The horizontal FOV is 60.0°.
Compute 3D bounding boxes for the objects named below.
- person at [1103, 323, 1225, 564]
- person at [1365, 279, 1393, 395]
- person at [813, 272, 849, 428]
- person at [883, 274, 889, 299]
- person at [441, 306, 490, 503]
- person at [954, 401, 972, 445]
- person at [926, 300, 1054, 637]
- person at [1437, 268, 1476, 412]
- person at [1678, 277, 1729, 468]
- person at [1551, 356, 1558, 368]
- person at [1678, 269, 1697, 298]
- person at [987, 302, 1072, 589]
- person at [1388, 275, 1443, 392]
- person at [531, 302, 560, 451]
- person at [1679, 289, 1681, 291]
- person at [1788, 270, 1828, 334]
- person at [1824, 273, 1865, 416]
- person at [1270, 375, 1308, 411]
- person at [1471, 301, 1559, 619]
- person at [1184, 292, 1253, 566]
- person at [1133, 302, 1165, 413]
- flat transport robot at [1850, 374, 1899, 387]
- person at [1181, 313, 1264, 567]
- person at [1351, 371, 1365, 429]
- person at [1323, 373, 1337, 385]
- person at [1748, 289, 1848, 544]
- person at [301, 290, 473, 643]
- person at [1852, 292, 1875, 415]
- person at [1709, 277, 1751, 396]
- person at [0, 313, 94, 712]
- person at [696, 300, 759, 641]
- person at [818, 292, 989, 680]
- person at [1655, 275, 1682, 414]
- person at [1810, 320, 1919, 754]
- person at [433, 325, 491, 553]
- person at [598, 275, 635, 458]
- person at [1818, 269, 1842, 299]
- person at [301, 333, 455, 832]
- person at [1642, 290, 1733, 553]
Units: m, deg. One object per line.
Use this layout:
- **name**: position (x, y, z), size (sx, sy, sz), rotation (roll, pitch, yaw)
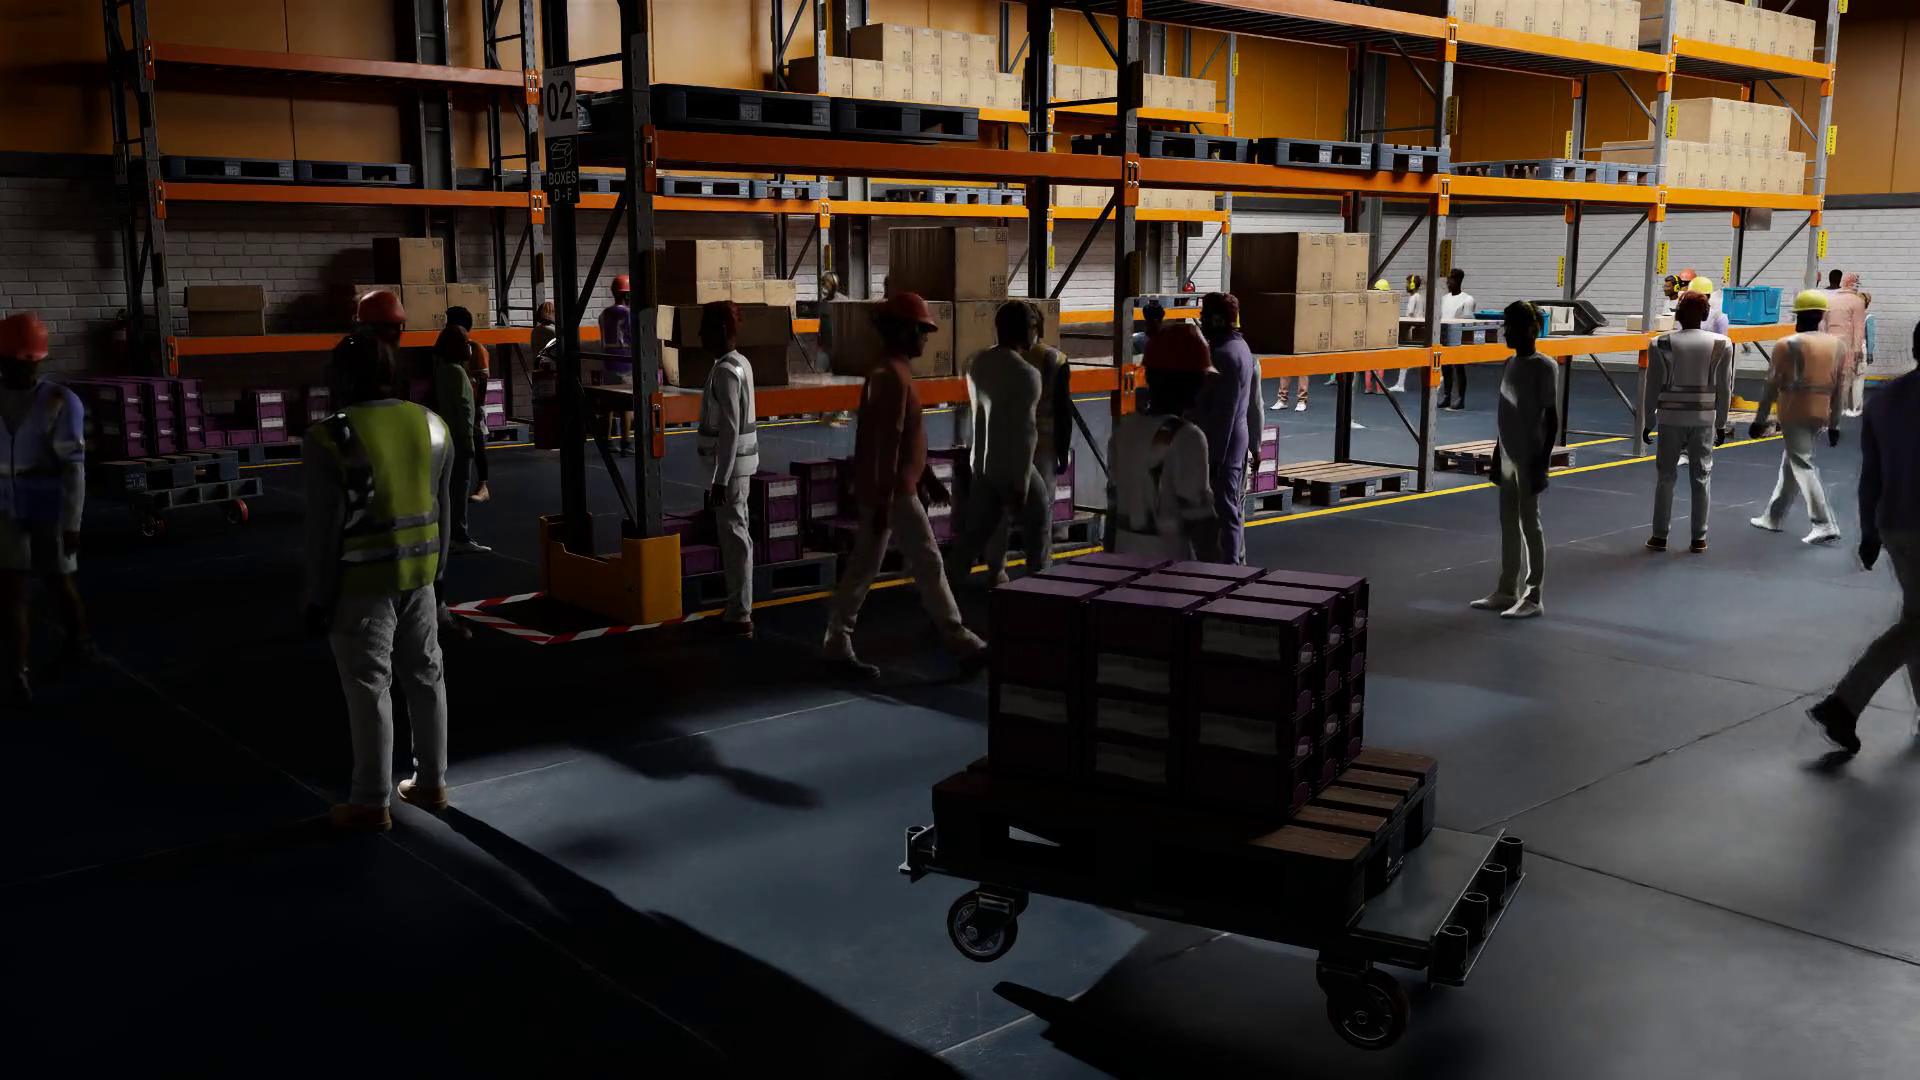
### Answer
- **person**: position (0.753, 0.140, 6.226), size (1.014, 1.888, 0.541), rotation (-3, 10, -18)
- **person**: position (6.420, -3.094, 25.459), size (0.315, 1.768, 0.526), rotation (-5, 11, -28)
- **person**: position (-1.574, -2.332, 20.526), size (0.503, 1.920, 0.643), rotation (-9, 13, -43)
- **person**: position (-0.519, -1.407, 14.933), size (0.500, 1.989, 0.782), rotation (-8, 13, -39)
- **person**: position (-4.293, -1.171, 14.396), size (0.530, 1.697, 0.321), rotation (6, 11, 30)
- **person**: position (0.209, -1.746, 17.414), size (0.652, 1.811, 0.628), rotation (-5, 11, -28)
- **person**: position (0.232, -0.375, 9.190), size (1.014, 1.898, 0.640), rotation (-7, 12, -35)
- **person**: position (6.781, -2.746, 22.837), size (0.364, 1.962, 0.612), rotation (-5, 11, -26)
- **person**: position (7.396, -1.674, 16.698), size (0.392, 1.922, 0.590), rotation (-4, 11, -23)
- **person**: position (6.650, -1.944, 19.152), size (0.531, 1.619, 0.650), rotation (6, 12, 33)
- **person**: position (10.484, -2.950, 24.118), size (0.370, 1.933, 0.553), rotation (-2, 10, -10)
- **person**: position (0.409, -0.585, 10.587), size (0.626, 1.836, 0.430), rotation (3, 10, 17)
- **person**: position (7.101, -3.204, 25.910), size (0.828, 1.838, 0.538), rotation (4, 10, 22)
- **person**: position (-4.512, -1.788, 18.224), size (0.496, 1.629, 0.277), rotation (9, 13, 43)
- **person**: position (12.563, -3.651, 29.099), size (0.515, 1.636, 0.314), rotation (1, 10, 6)
- **person**: position (12.783, -3.116, 25.086), size (0.551, 1.935, 0.372), rotation (9, 13, 43)
- **person**: position (11.801, -2.603, 22.186), size (0.402, 1.905, 0.654), rotation (-2, 10, -11)
- **person**: position (4.581, -2.716, 22.855), size (0.636, 1.902, 0.405), rotation (8, 13, 39)
- **person**: position (3.299, -0.467, 9.801), size (0.310, 1.861, 0.533), rotation (-3, 10, -14)
- **person**: position (1.571, -0.558, 10.196), size (0.406, 1.911, 0.638), rotation (3, 10, 15)
- **person**: position (1.805, -1.400, 15.759), size (0.531, 1.692, 0.320), rotation (0, 10, -2)
- **flat transport robot**: position (14.386, -2.555, 26.672), size (1.431, 0.197, 0.652), rotation (3, 10, 19)
- **person**: position (1.701, -0.647, 10.937), size (0.598, 1.830, 0.403), rotation (4, 10, 21)
- **person**: position (4.876, -2.193, 20.568), size (0.266, 1.631, 0.507), rotation (1, 10, 3)
- **person**: position (6.196, -3.390, 27.190), size (0.327, 1.767, 0.533), rotation (-6, 12, -33)
- **person**: position (6.335, -0.931, 12.476), size (0.599, 1.885, 0.984), rotation (-3, 10, -15)
- **person**: position (-3.239, -0.399, 9.170), size (1.028, 1.955, 0.604), rotation (4, 10, 20)
- **person**: position (12.014, -2.490, 22.276), size (0.309, 1.645, 0.514), rotation (-3, 10, -16)
- **person**: position (10.767, -2.804, 23.373), size (0.702, 1.905, 0.402), rotation (0, 10, -1)
- **person**: position (-4.480, -0.154, 7.983), size (0.600, 1.863, 0.979), rotation (-2, 10, -10)
- **person**: position (-1.299, -0.384, 9.249), size (0.354, 1.883, 0.576), rotation (0, 10, -3)
- **person**: position (-0.268, -0.257, 8.339), size (0.993, 1.935, 0.619), rotation (-2, 10, -14)
- **person**: position (9.447, -2.578, 22.132), size (0.312, 1.869, 0.538), rotation (-2, 10, -10)
- **person**: position (4.071, -0.033, 7.117), size (0.924, 1.913, 0.629), rotation (-2, 10, -10)
- **person**: position (-3.600, -0.720, 11.946), size (0.280, 1.633, 0.503), rotation (-6, 12, -33)
- **person**: position (-3.584, -1.841, 17.674), size (0.546, 1.927, 0.410), rotation (8, 13, 40)
- **person**: position (13.877, -3.344, 26.494), size (0.587, 1.914, 0.393), rotation (8, 12, 38)
- **person**: position (-2.175, 0.158, 6.196), size (0.429, 1.845, 0.621), rotation (6, 12, 32)
- **person**: position (5.207, -0.844, 11.940), size (0.575, 1.884, 0.355), rotation (2, 10, 14)
